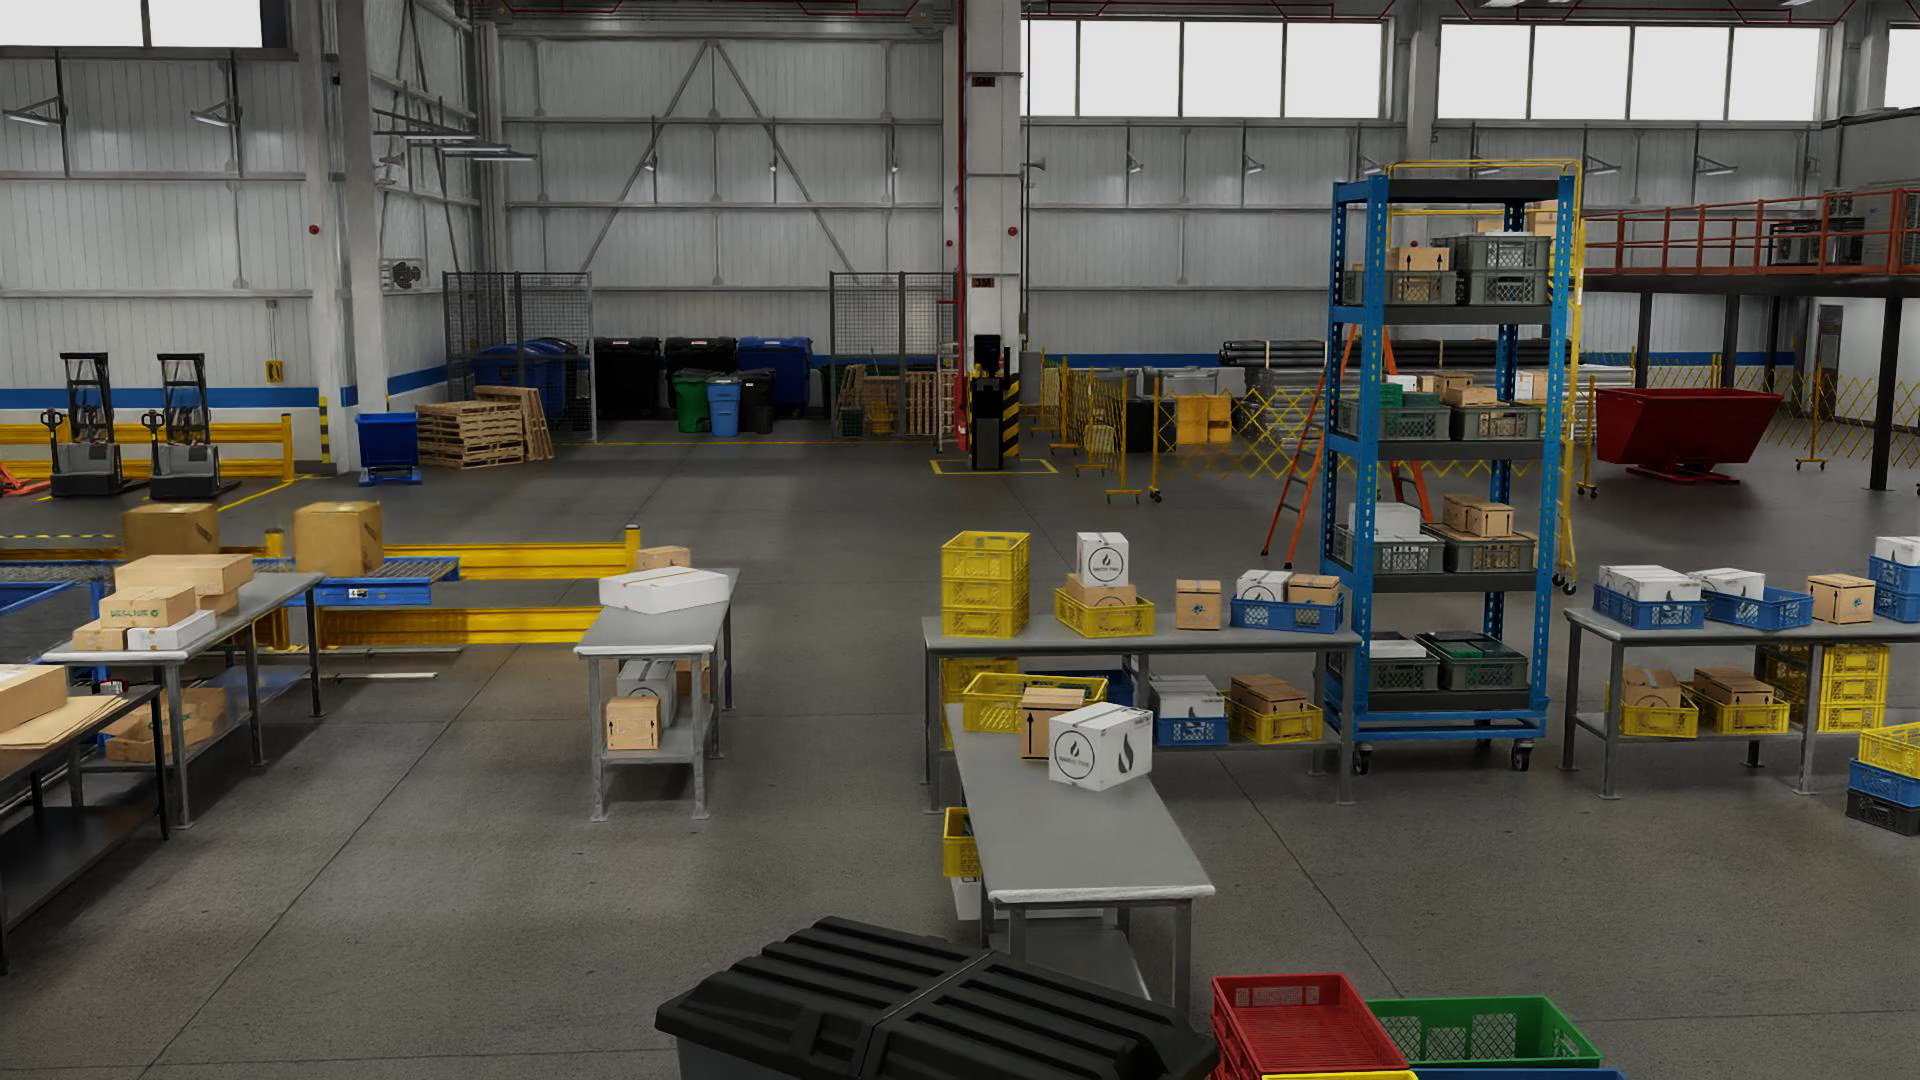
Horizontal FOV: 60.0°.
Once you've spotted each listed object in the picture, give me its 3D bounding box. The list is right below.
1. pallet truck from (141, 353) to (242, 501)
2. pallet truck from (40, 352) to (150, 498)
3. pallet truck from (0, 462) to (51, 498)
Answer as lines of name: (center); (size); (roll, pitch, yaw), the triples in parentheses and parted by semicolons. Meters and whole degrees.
pallet truck: (-10.520, -1.604, 22.925); (0.823, 1.965, 1.885); (-1, 9, -6)
pallet truck: (-11.907, -1.642, 23.165); (0.823, 1.965, 1.885); (0, 9, 0)
pallet truck: (-13.193, -1.293, 23.148); (0.653, 1.274, 1.630); (-1, 9, -4)
